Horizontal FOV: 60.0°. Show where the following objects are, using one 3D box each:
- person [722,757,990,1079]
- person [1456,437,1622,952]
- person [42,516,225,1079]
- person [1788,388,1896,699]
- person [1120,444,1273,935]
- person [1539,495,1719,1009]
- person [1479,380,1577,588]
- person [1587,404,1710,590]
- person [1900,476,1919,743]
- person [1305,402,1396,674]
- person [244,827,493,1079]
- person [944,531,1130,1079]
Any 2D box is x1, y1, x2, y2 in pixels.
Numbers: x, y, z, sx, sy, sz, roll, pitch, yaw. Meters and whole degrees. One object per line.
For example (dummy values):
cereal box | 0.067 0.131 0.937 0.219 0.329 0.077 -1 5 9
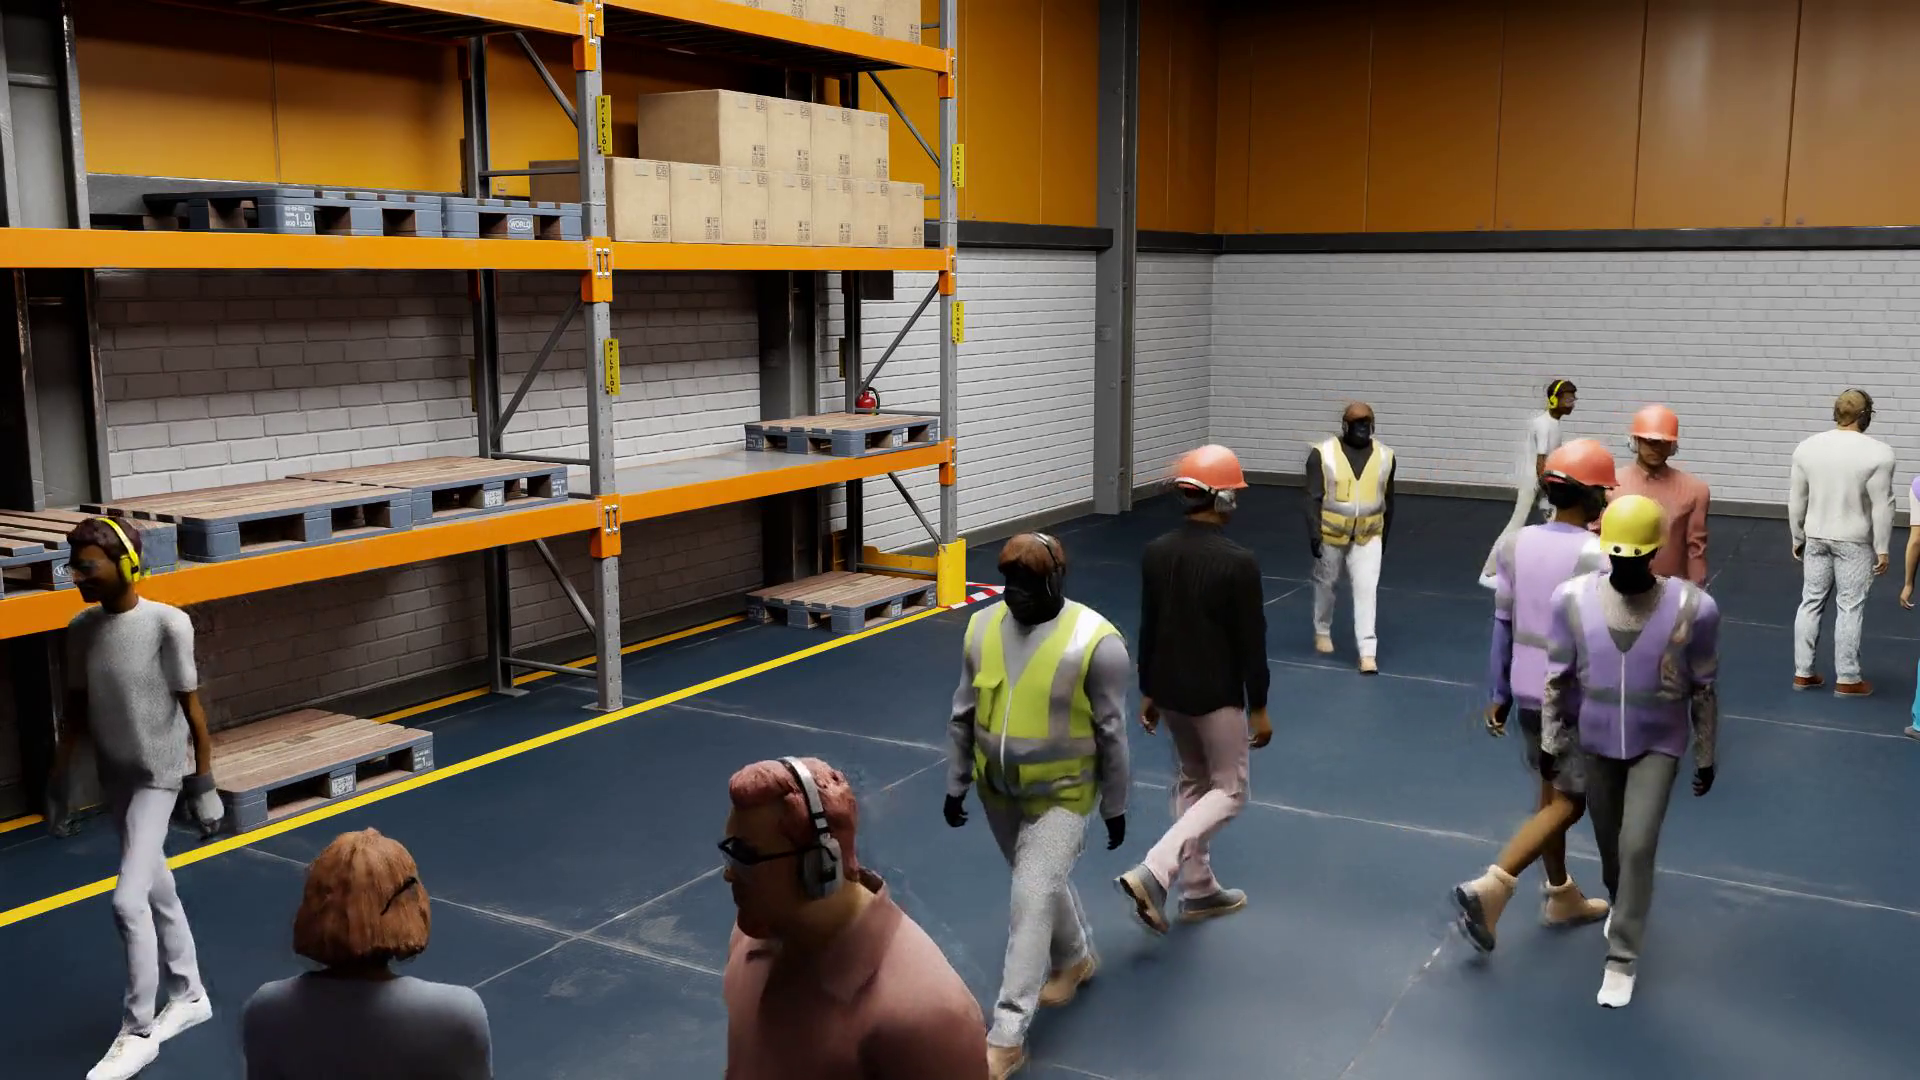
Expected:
person | -0.167 1.260 2.961 0.982 1.854 0.656 -5 11 -30
person | 2.280 0.610 6.498 0.859 2.023 0.620 -5 10 -28
person | -2.826 0.852 5.519 0.575 1.838 0.749 4 10 22
person | 5.513 0.018 10.423 0.352 1.937 0.635 -6 11 -34
person | 0.910 0.611 6.604 0.675 1.977 0.619 -6 11 -34
person | 2.546 0.721 6.296 0.607 1.873 0.911 6 11 35
person | 4.770 -0.421 13.661 1.048 1.784 0.517 7 12 38
person | 3.632 0.253 8.866 0.619 1.975 0.722 3 10 19
person | 5.572 0.248 9.275 0.563 1.847 0.390 3 10 20
person | 2.641 -0.044 11.295 0.620 1.797 1.001 0 9 3
person | -1.133 1.350 3.172 0.499 1.600 0.806 3 9 15
person | 0.260 0.846 5.715 0.651 1.797 0.958 7 11 36
